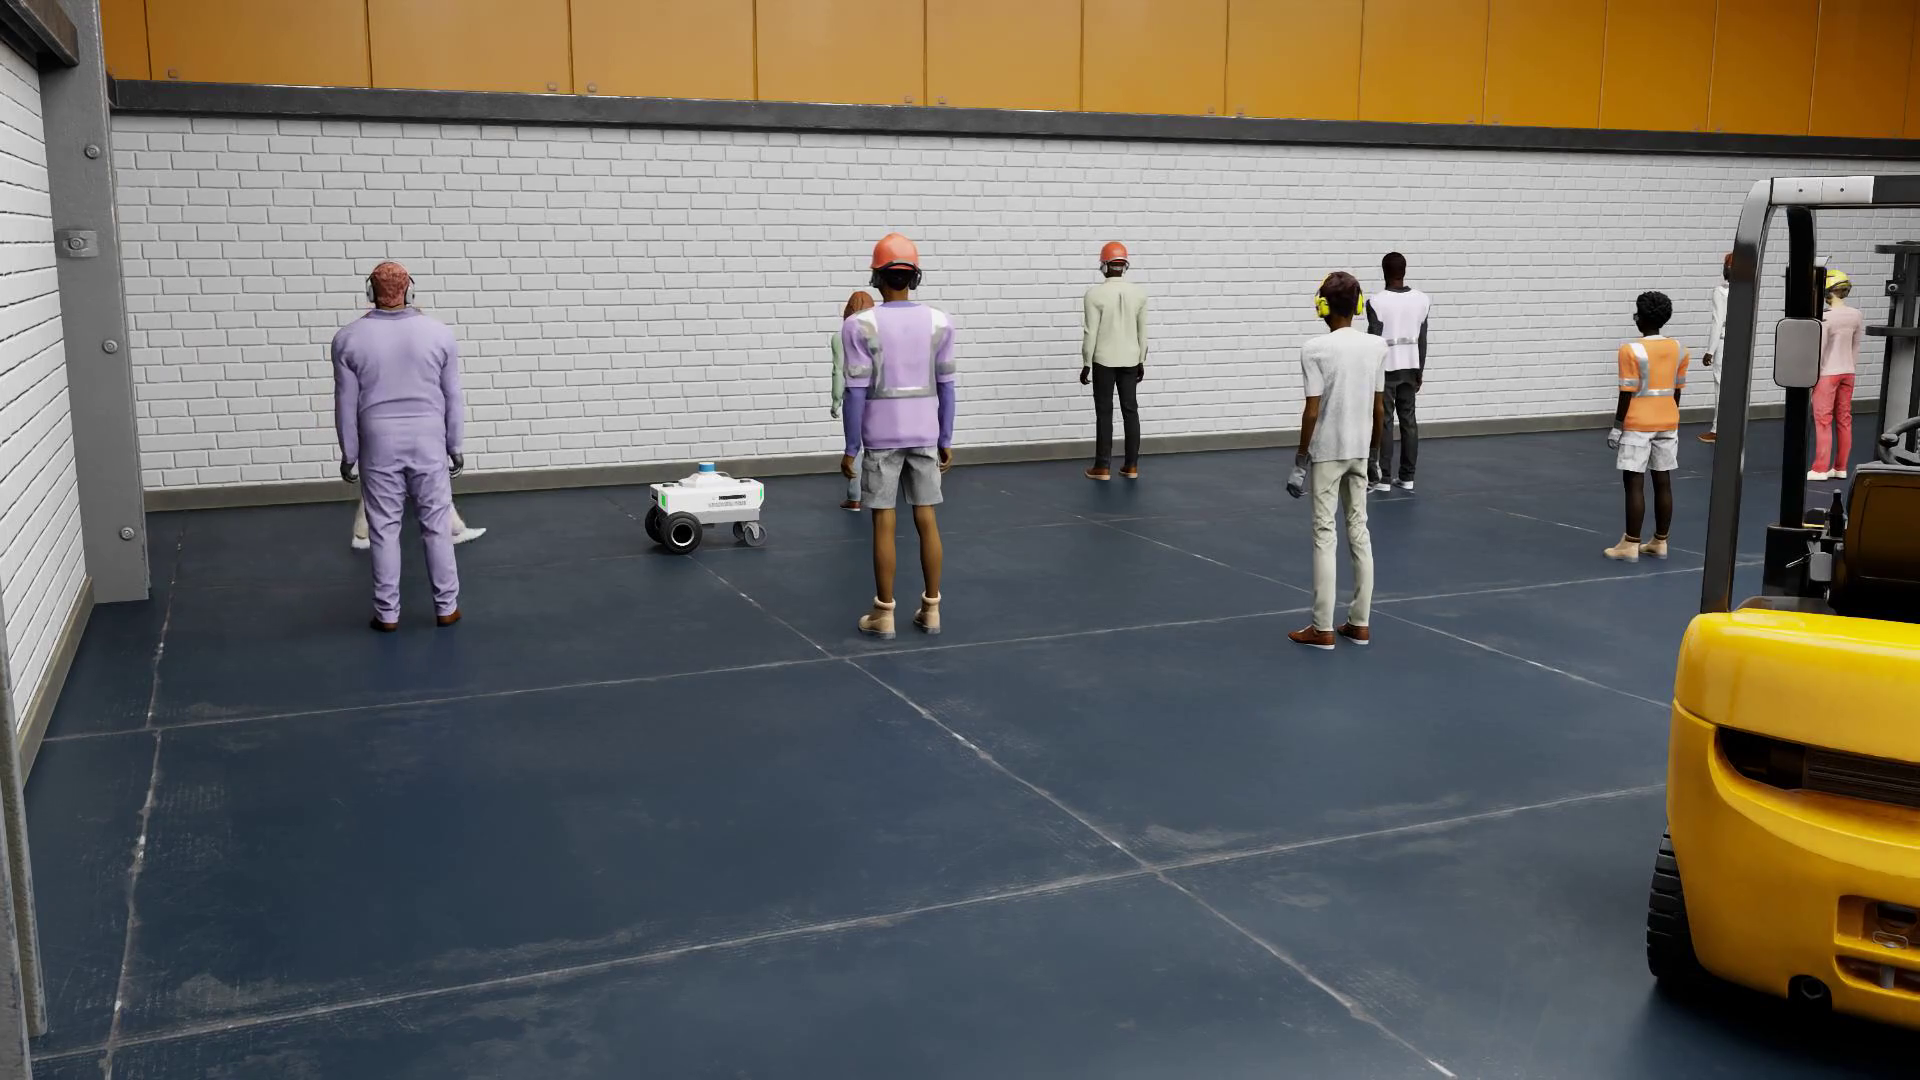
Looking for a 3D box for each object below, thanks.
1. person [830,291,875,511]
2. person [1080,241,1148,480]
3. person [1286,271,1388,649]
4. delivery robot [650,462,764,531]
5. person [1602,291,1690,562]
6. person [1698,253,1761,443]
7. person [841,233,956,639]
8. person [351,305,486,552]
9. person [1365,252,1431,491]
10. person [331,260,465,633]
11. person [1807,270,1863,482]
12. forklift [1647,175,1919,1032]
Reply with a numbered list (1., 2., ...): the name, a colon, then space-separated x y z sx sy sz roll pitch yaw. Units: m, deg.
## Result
1. person: -0.725 -1.031 12.405 0.499 1.634 0.278 -4 11 -22
2. person: 1.293 -1.504 14.012 0.610 1.996 0.378 -4 11 -22
3. person: 1.861 -0.389 8.236 0.520 1.865 0.327 -4 11 -22
4. delivery robot: -1.656 -0.268 10.917 0.707 0.478 0.477 -4 11 -23
5. person: 4.303 -0.707 10.442 0.531 1.698 0.318 -4 11 -22
6. person: 7.631 -1.898 16.495 0.573 1.883 0.354 -4 11 -22
7. person: -0.320 -0.518 8.448 0.605 2.045 0.378 -4 11 -22
8. person: -3.584 -0.719 10.789 0.857 1.588 0.517 -7 12 -34
9. person: 3.497 -1.348 13.388 0.586 1.913 0.390 -4 11 -22
10. person: -2.886 -0.477 8.596 0.638 1.911 0.406 -4 11 -22
11. person: 7.265 -1.362 13.893 0.524 1.760 0.328 -4 11 -22
12. forklift: 2.810 0.094 4.662 1.214 2.155 2.313 7 12 34
